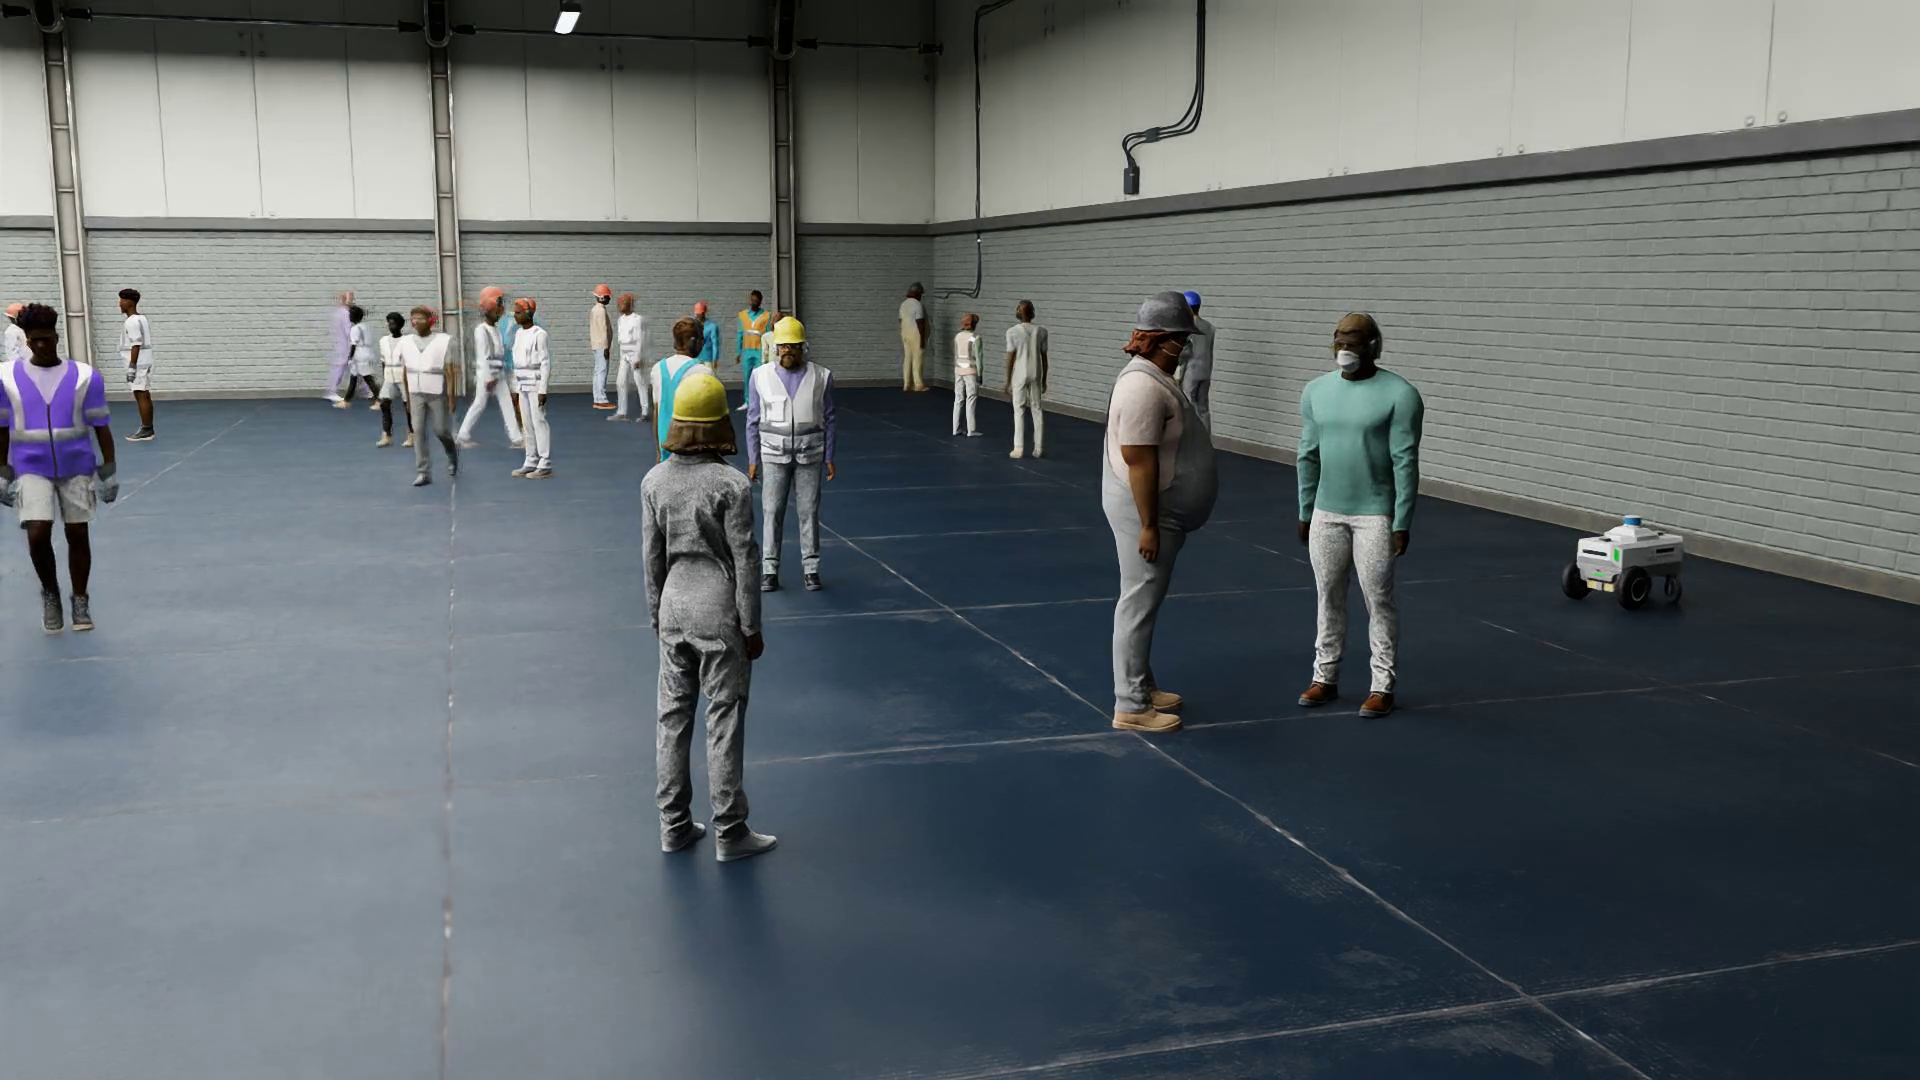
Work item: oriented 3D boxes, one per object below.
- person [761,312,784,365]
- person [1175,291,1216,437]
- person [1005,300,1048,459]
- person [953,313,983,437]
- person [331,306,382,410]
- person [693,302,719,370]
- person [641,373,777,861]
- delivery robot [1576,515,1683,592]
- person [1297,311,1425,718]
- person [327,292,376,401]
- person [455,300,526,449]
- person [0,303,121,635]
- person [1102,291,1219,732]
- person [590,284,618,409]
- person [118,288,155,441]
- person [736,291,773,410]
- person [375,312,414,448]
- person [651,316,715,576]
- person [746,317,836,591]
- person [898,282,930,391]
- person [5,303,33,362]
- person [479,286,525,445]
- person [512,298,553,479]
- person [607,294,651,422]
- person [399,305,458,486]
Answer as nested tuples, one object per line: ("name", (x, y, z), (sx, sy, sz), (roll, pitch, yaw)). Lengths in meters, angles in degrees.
("person", (-2.515, -2.359, 23.188), (0.498, 1.627, 0.280), (0, 9, -3))
("person", (2.671, -1.885, 19.137), (0.616, 1.942, 0.408), (-8, 12, -41))
("person", (0.776, -1.863, 19.322), (0.514, 1.842, 0.328), (-3, 9, -18))
("person", (0.105, -2.183, 22.048), (0.315, 1.630, 0.511), (-8, 12, -42))
("person", (-9.527, -2.863, 26.312), (0.861, 1.647, 0.544), (-1, 9, -5))
("person", (-4.067, -2.872, 26.145), (0.588, 1.716, 0.743), (3, 9, 18))
("person", (-0.907, 0.278, 5.976), (0.492, 1.745, 0.288), (5, 10, 28))
("delivery robot", (4.315, 0.082, 10.706), (0.707, 0.478, 0.477), (-6, 10, -31))
("person", (1.891, -0.120, 7.949), (0.625, 1.931, 0.379), (8, 12, 40))
("person", (-10.394, -3.301, 28.459), (1.007, 1.850, 0.665), (-4, 10, -22))
("person", (-5.769, -2.018, 20.341), (0.991, 1.841, 0.592), (2, 9, 12))
("person", (-5.255, -0.401, 9.682), (0.650, 1.935, 0.583), (-5, 10, -30))
("person", (0.933, -0.148, 7.749), (0.536, 2.000, 0.682), (1, 9, 9))
("person", (-5.748, -3.109, 26.788), (0.394, 1.992, 0.622), (-4, 10, -24))
("person", (-10.642, -2.265, 21.494), (0.368, 1.967, 0.600), (-2, 9, -14))
("person", (-3.250, -2.967, 26.307), (0.701, 1.875, 0.448), (2, 9, 12))
("person", (-6.927, -1.950, 20.399), (0.547, 1.666, 0.695), (2, 9, 14))
("person", (-1.841, -0.584, 11.199), (0.524, 1.834, 0.355), (5, 10, 28))
("person", (-1.120, -0.565, 11.077), (0.599, 1.830, 0.404), (-1, 9, -7))
("person", (-0.810, -3.797, 31.032), (0.536, 2.000, 0.688), (-6, 11, -34))
("person", (-12.800, -2.348, 22.682), (0.319, 1.755, 0.572), (-3, 9, -18))
("person", (-5.618, -2.145, 20.673), (0.653, 1.985, 0.629), (5, 10, 30))
("person", (-4.481, -1.578, 17.371), (0.337, 1.882, 0.584), (-8, 12, -42))
("person", (-4.829, -2.636, 24.249), (0.620, 1.864, 0.635), (-9, 12, -44))
("person", (-5.394, -1.484, 16.957), (0.583, 1.825, 0.749), (1, 9, 4))
